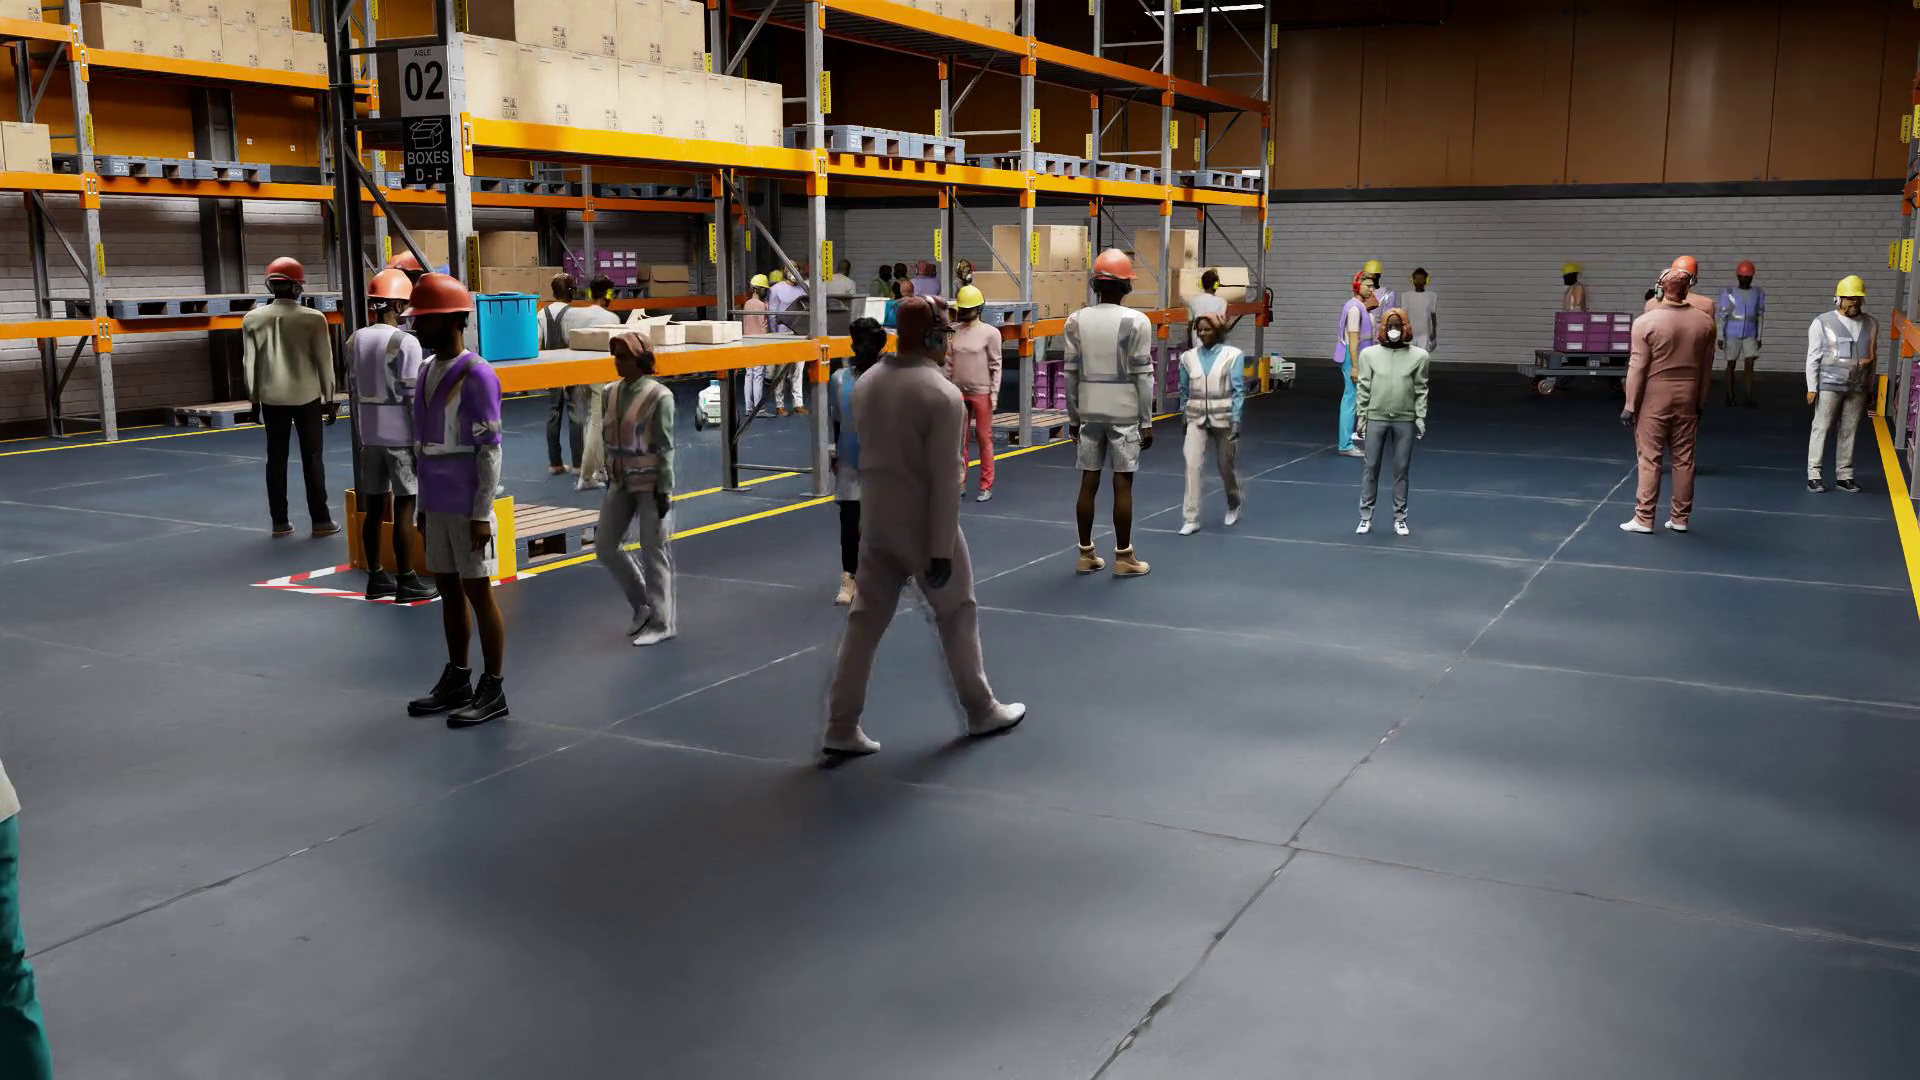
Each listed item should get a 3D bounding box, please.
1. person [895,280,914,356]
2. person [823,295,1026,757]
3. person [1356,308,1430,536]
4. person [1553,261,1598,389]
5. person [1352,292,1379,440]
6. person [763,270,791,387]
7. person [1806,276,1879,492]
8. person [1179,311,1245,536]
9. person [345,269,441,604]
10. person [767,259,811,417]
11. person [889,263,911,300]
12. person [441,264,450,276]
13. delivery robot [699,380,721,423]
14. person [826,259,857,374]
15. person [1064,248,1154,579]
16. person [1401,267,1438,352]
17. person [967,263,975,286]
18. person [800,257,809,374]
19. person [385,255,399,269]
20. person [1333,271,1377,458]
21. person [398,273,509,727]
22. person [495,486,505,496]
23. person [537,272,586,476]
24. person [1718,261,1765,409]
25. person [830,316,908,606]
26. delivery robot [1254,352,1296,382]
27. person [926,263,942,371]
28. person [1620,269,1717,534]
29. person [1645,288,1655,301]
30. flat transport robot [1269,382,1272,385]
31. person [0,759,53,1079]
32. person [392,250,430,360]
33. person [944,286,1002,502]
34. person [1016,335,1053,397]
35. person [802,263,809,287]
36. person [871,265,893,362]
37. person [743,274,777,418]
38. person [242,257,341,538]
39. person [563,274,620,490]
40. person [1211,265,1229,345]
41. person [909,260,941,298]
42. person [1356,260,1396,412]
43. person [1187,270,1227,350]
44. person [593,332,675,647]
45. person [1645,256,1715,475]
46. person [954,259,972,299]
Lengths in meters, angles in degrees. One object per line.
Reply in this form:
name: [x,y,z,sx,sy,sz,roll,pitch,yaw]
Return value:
person: [-0.735,-2.821,23.366,0.512,1.641,0.307,-2,10,-11]
person: [-0.178,-0.055,6.727,0.989,1.859,0.652,-10,14,-44]
person: [3.095,-0.844,11.934,0.501,1.633,0.285,2,10,14]
person: [9.124,-3.164,24.584,0.621,1.901,0.620,0,10,3]
person: [4.386,-1.903,18.071,0.268,1.631,0.509,3,10,18]
person: [-2.738,-3.189,25.160,0.602,1.753,0.965,5,11,26]
person: [7.461,-1.309,14.056,0.602,1.830,0.404,0,10,-2]
person: [1.846,-0.868,12.139,0.509,1.607,0.815,4,11,24]
person: [-3.277,-0.596,9.657,0.544,1.931,0.387,5,11,27]
person: [-2.095,-2.508,20.686,0.627,1.941,0.370,-7,12,-37]
person: [-1.060,-3.997,29.592,0.429,1.844,0.627,3,10,18]
person: [-6.165,-2.376,20.115,0.590,1.899,0.938,6,12,32]
delivery robot: [-2.816,-1.597,19.147,0.477,0.478,0.707,-2,10,-11]
person: [-1.976,-3.583,26.962,0.728,1.919,0.838,6,11,30]
person: [0.939,-0.780,10.369,0.611,2.048,0.364,6,12,33]
person: [6.194,-2.775,22.554,0.528,1.837,0.918,3,10,19]
person: [0.196,-3.064,24.029,0.607,1.892,0.425,-4,11,-22]
person: [-2.415,-3.827,28.032,0.708,2.000,0.995,3,10,19]
person: [-6.807,-2.481,20.367,0.376,1.995,0.622,-3,10,-15]
person: [3.917,-1.744,16.554,0.389,1.838,0.564,3,10,15]
person: [-2.184,-0.169,7.153,0.545,1.938,0.362,8,13,41]
person: [-3.898,-1.065,13.351,0.499,1.585,0.739,0,10,3]
person: [-3.575,-1.496,15.101,0.510,1.846,0.341,4,10,20]
person: [10.174,-2.654,21.636,0.576,1.896,0.915,2,10,12]
person: [-0.500,-0.490,9.811,0.537,1.664,0.844,3,10,18]
delivery robot: [4.648,-2.534,24.564,0.477,0.478,0.707,-4,11,-22]
person: [-0.420,-3.559,27.007,0.855,1.851,0.579,-1,10,-4]
person: [5.072,-0.990,11.994,0.639,1.910,0.407,-2,10,-9]
person: [7.533,-1.888,17.920,0.735,1.655,0.324,-5,11,-28]
flat transport robot: [4.142,-2.492,25.417,1.431,0.197,0.652,1,10,8]
person: [-2.032,0.591,3.245,0.317,1.769,0.522,-1,10,-4]
person: [-4.735,-1.495,14.514,0.605,2.048,0.374,10,14,44]
person: [0.087,-1.187,13.566,0.523,1.759,0.332,6,11,30]
person: [1.033,-2.829,23.277,0.485,1.690,0.908,3,10,18]
person: [-2.429,-3.622,27.355,0.612,1.865,0.604,0,10,1]
person: [-1.425,-4.099,30.304,0.490,1.819,0.653,4,11,24]
person: [-2.479,-2.379,20.469,0.337,1.759,0.524,-6,12,-32]
person: [-4.756,-1.009,11.858,0.623,1.989,0.400,0,10,-2]
person: [-3.080,-1.359,14.311,0.557,1.837,0.688,6,11,31]
person: [4.223,-3.602,27.350,0.403,1.826,0.588,3,10,19]
person: [-0.595,-3.436,26.155,0.653,1.906,0.405,-3,10,-19]
person: [5.198,-2.562,21.031,0.585,1.929,0.370,8,13,39]
person: [2.913,-2.278,19.716,0.540,1.823,0.971,5,11,29]
person: [-1.667,-0.255,8.549,0.546,1.623,0.373,7,12,36]
person: [6.528,-1.579,15.149,0.625,1.992,0.389,5,11,26]
person: [0.027,-2.625,21.367,0.359,1.938,0.635,4,10,20]
